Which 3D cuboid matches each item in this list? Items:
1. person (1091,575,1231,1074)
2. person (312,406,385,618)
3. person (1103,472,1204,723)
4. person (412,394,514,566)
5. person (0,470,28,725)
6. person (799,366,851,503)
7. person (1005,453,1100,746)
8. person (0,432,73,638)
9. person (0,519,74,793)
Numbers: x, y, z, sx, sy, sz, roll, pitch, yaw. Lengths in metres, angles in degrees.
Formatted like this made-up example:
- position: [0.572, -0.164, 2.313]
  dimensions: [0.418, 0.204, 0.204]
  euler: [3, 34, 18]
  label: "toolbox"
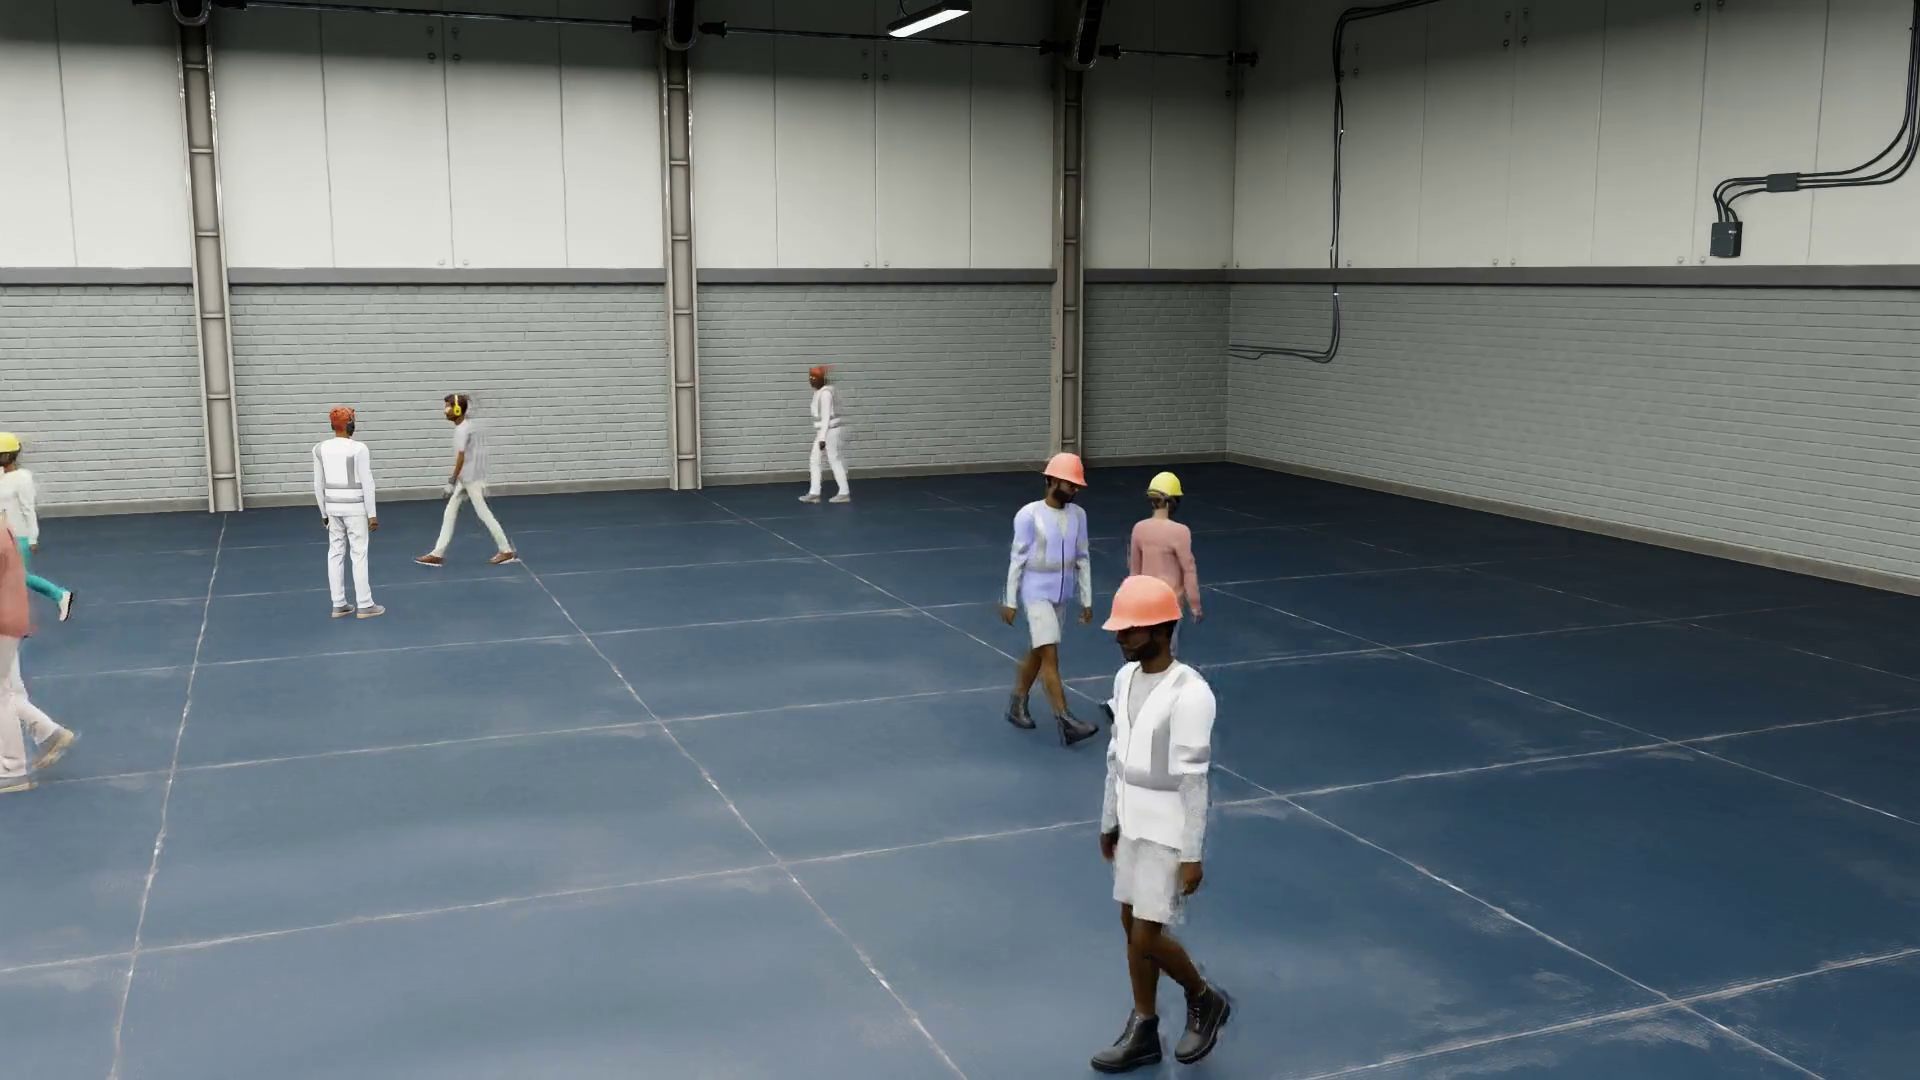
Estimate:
- position: [0.734, 1.082, 6.282]
  dimensions: [0.433, 1.925, 0.578]
  euler: [-4, 10, -26]
  label: "person"
- position: [-5.423, -0.243, 14.738]
  dimensions: [0.573, 1.883, 0.354]
  euler: [3, 9, 16]
  label: "person"
- position: [1.282, 0.415, 11.071]
  dimensions: [0.813, 1.731, 0.528]
  euler: [-6, 11, -31]
  label: "person"
- position: [-5.171, -0.615, 17.339]
  dimensions: [1.027, 1.808, 0.497]
  euler: [-4, 10, -24]
  label: "person"
- position: [-6.697, 0.317, 11.255]
  dimensions: [1.012, 1.875, 0.597]
  euler: [4, 10, 22]
  label: "person"
- position: [-1.826, -1.390, 22.053]
  dimensions: [0.825, 1.839, 0.593]
  euler: [-4, 10, -21]
  label: "person"
- position: [0.633, 0.375, 10.866]
  dimensions: [0.564, 1.875, 1.009]
  euler: [-6, 11, -35]
  label: "person"
- position: [-7.855, -0.052, 13.992]
  dimensions: [0.530, 1.749, 0.683]
  euler: [6, 11, 34]
  label: "person"
- position: [-5.633, 0.512, 9.725]
  dimensions: [0.526, 1.978, 0.616]
  euler: [-5, 10, -29]
  label: "person"
